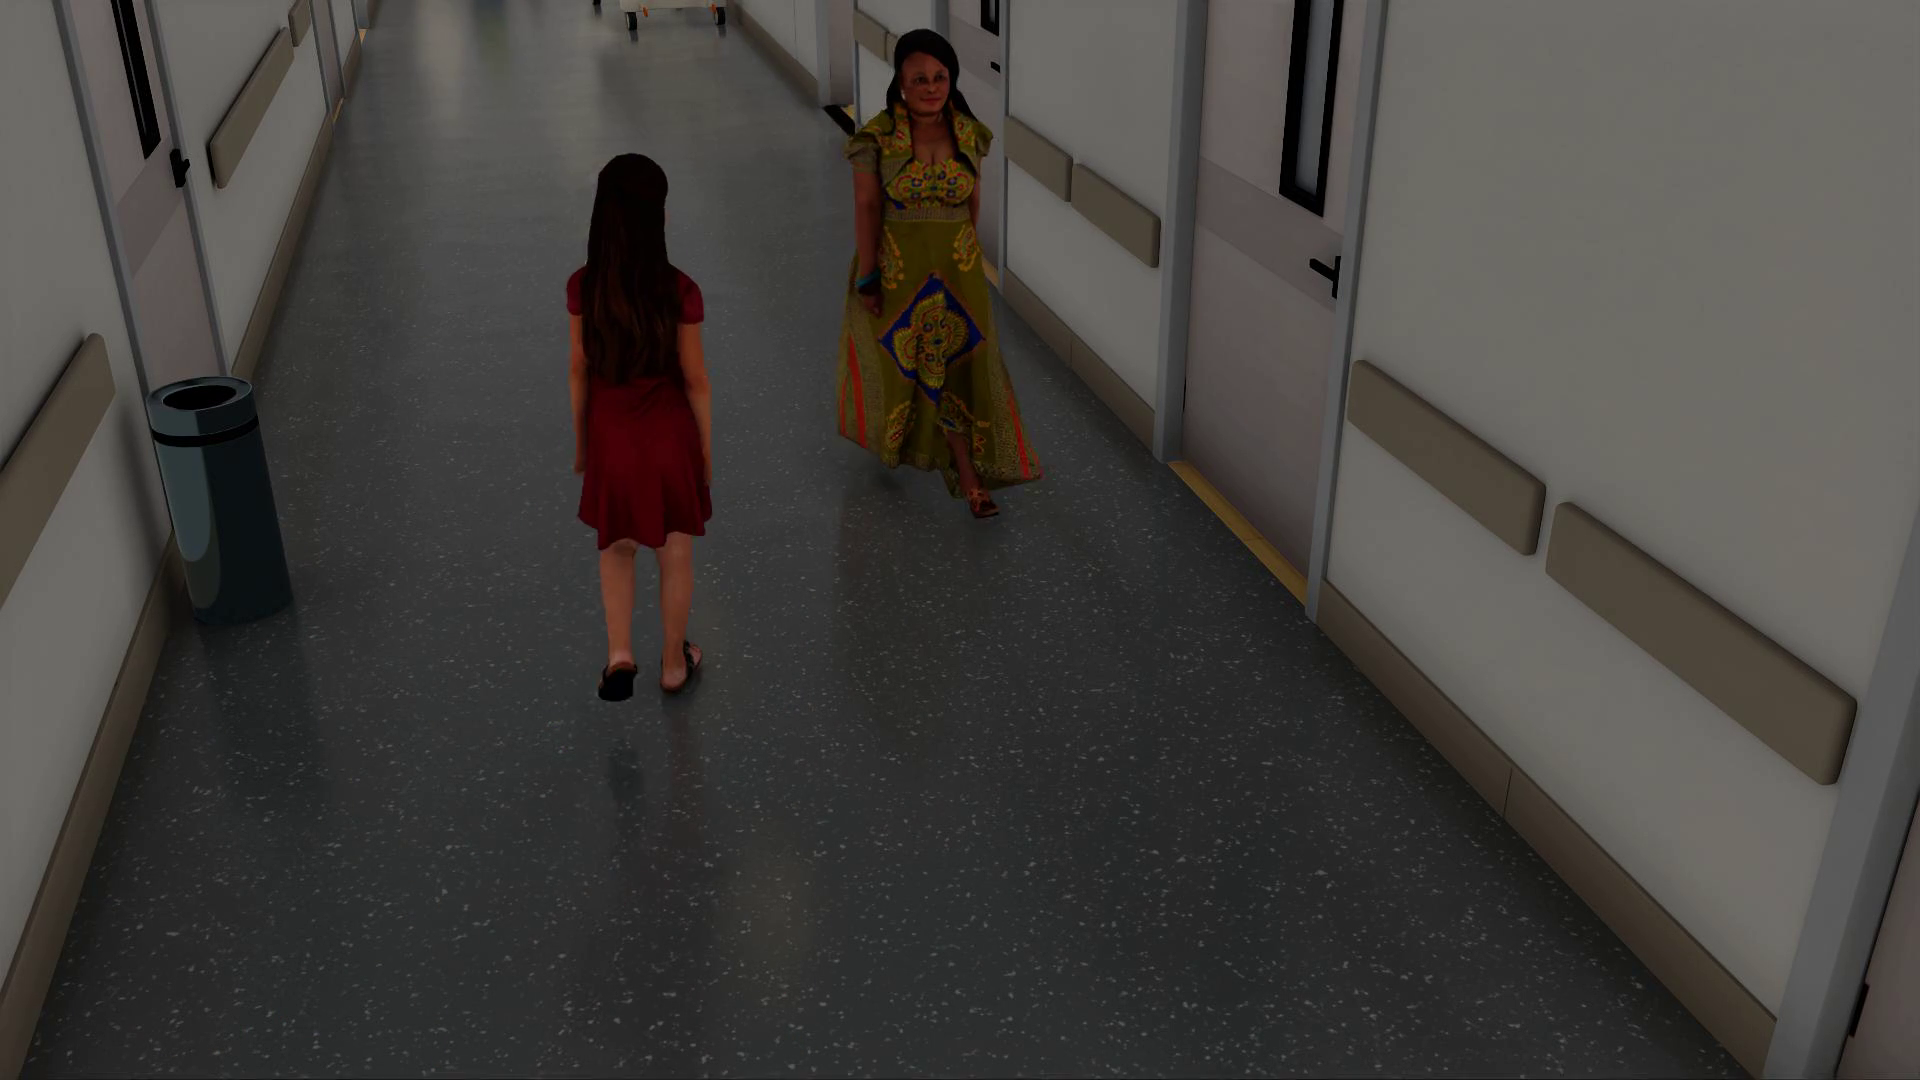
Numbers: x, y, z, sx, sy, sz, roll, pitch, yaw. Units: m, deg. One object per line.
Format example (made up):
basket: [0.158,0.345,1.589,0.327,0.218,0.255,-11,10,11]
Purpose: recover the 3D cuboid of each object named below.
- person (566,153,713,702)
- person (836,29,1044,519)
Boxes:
person: [-0.865,-0.230,4.440,0.788,1.536,0.726,0,26,0]
person: [-0.170,-0.926,5.817,1.177,1.601,0.857,-9,27,-17]
